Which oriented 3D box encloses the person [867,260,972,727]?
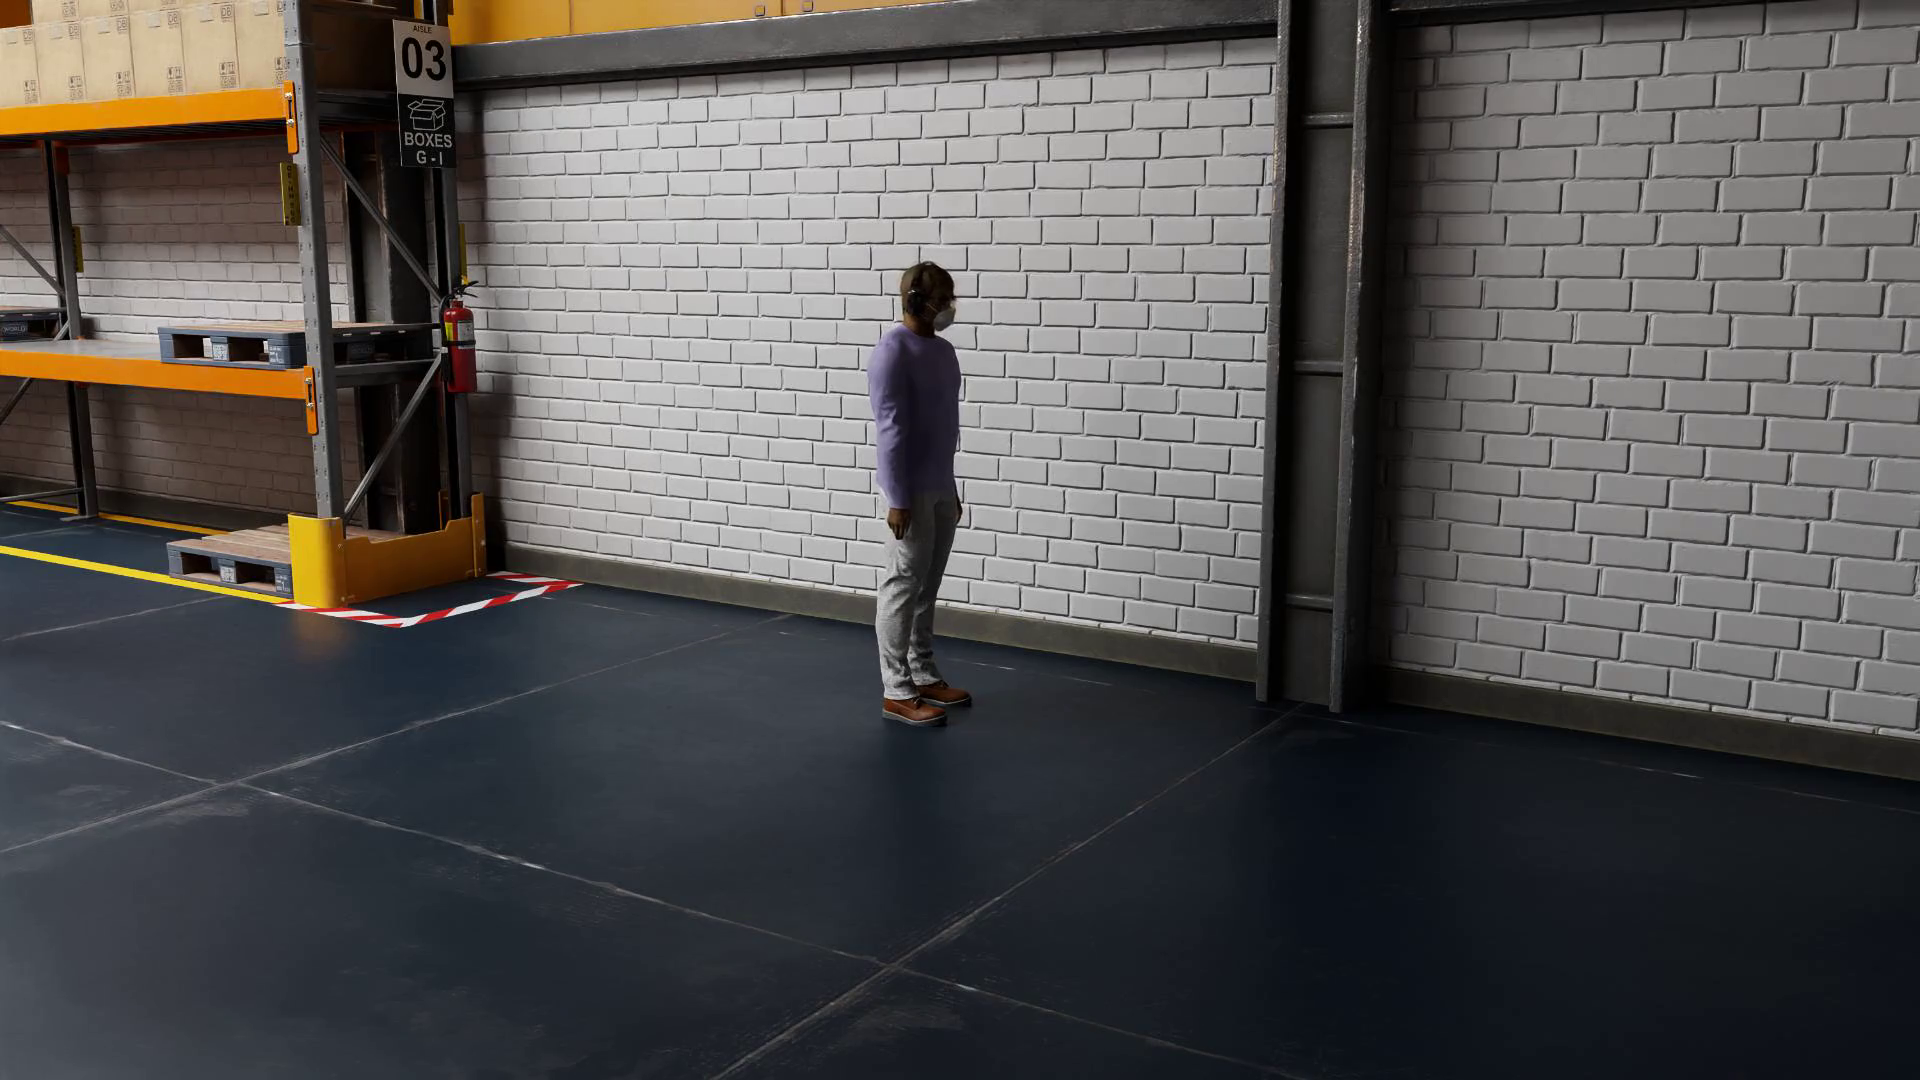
[{"bbox_3d":[-0.161,-0.201,7.033,0.372,1.938,0.630,4,11,21],"label":"person"}]
